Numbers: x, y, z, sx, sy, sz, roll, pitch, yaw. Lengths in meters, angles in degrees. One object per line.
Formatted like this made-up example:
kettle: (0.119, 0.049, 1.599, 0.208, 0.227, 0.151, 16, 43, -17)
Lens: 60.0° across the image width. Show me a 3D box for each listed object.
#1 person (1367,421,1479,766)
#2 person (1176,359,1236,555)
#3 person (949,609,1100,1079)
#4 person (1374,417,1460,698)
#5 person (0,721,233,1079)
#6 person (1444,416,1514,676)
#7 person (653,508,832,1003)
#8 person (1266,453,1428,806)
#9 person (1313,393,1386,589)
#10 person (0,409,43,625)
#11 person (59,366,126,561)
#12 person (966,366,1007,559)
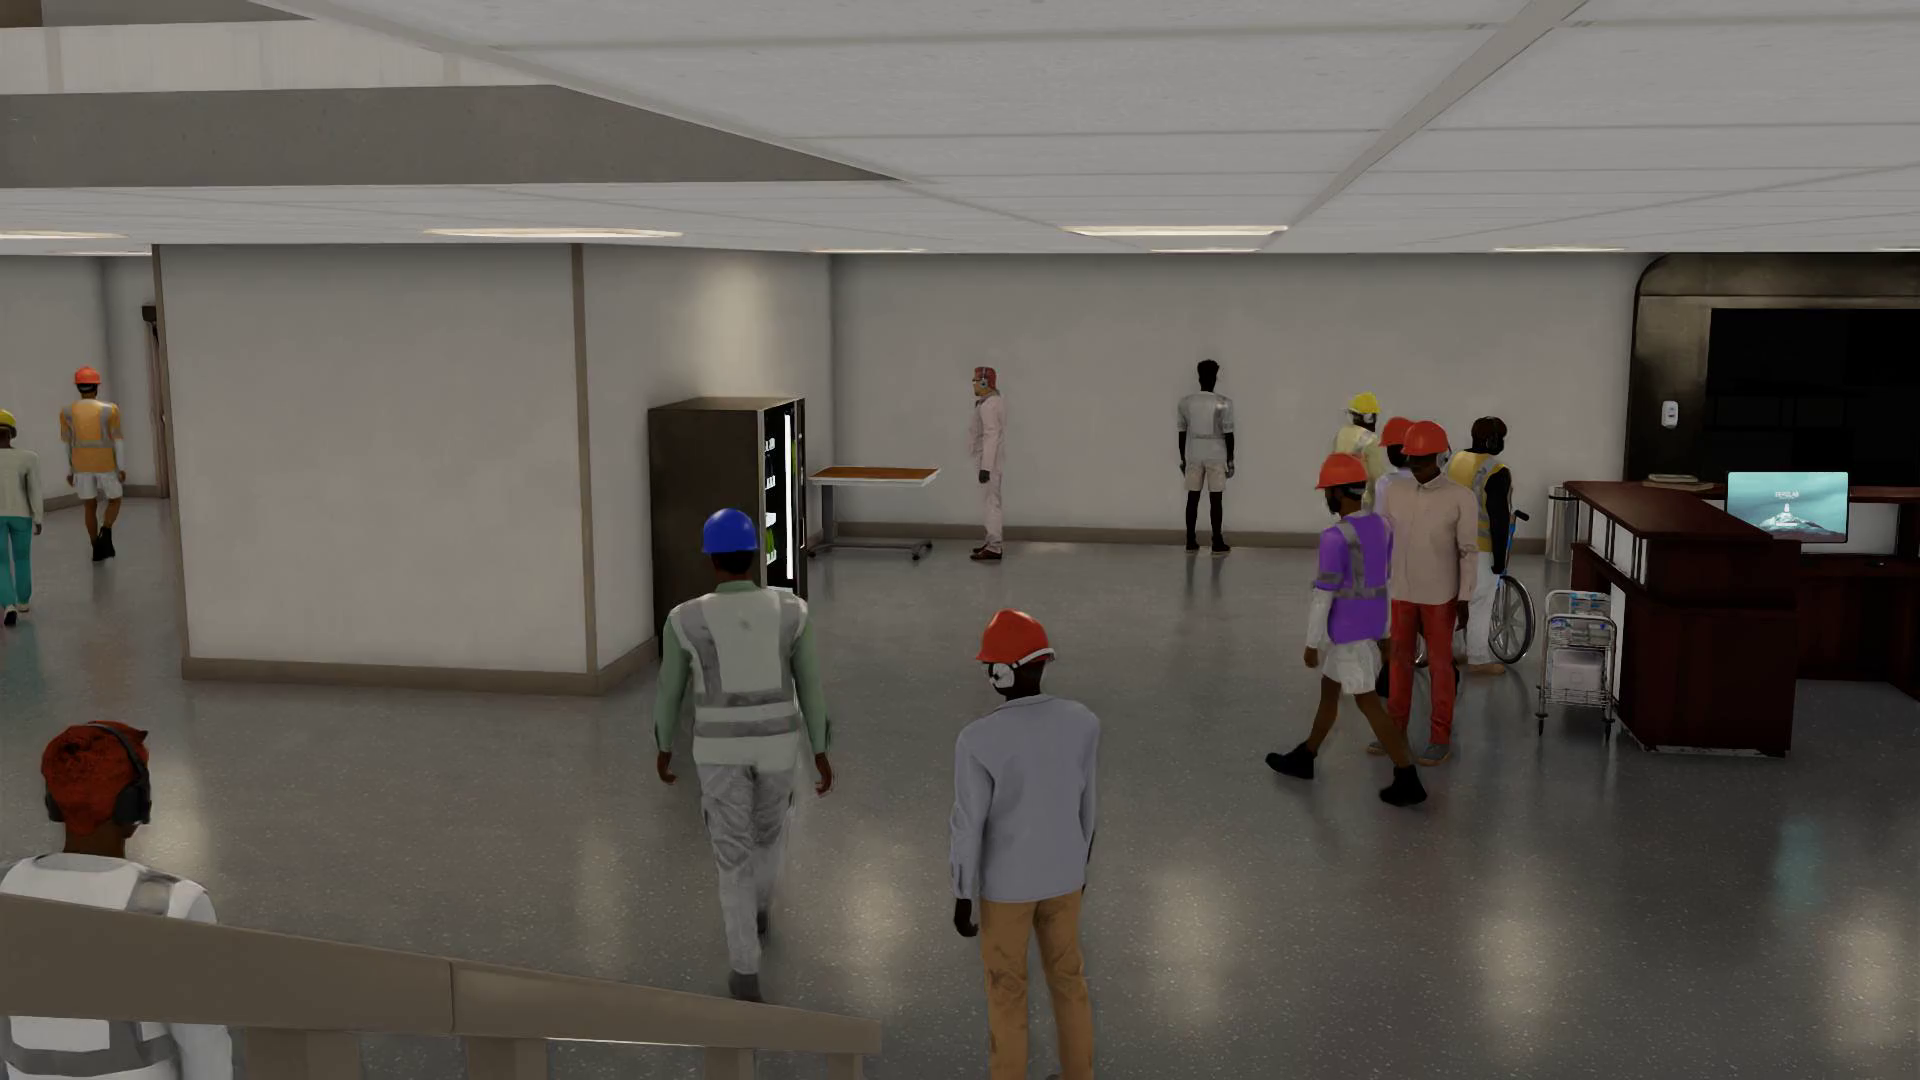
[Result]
person: (2.669, 0.301, 9.627, 0.624, 1.991, 0.390, 9, 13, 43)
person: (2.473, -0.829, 16.679, 0.606, 1.967, 0.367, 5, 10, 27)
person: (0.201, 1.093, 5.542, 0.579, 1.739, 0.382, -6, 11, -32)
person: (2.963, 0.156, 10.826, 0.560, 1.907, 0.819, -4, 10, -23)
person: (-1.881, 1.328, 3.689, 0.576, 1.872, 0.363, 1, 9, 6)
person: (3.666, 0.041, 11.746, 0.429, 1.835, 0.630, -3, 10, -20)
person: (-0.902, 0.821, 6.735, 0.653, 1.889, 0.991, -3, 10, -20)
person: (2.129, 0.471, 8.970, 1.033, 1.876, 0.553, 8, 12, 42)
person: (3.477, -0.393, 14.574, 0.933, 1.792, 0.608, -3, 10, -19)
person: (-7.754, -0.197, 13.535, 0.531, 1.730, 0.882, -7, 11, -35)
person: (-8.443, -0.731, 16.207, 0.551, 1.922, 0.515, -2, 9, -13)
person: (0.255, -0.762, 16.454, 0.403, 1.906, 0.652, 1, 9, 7)
